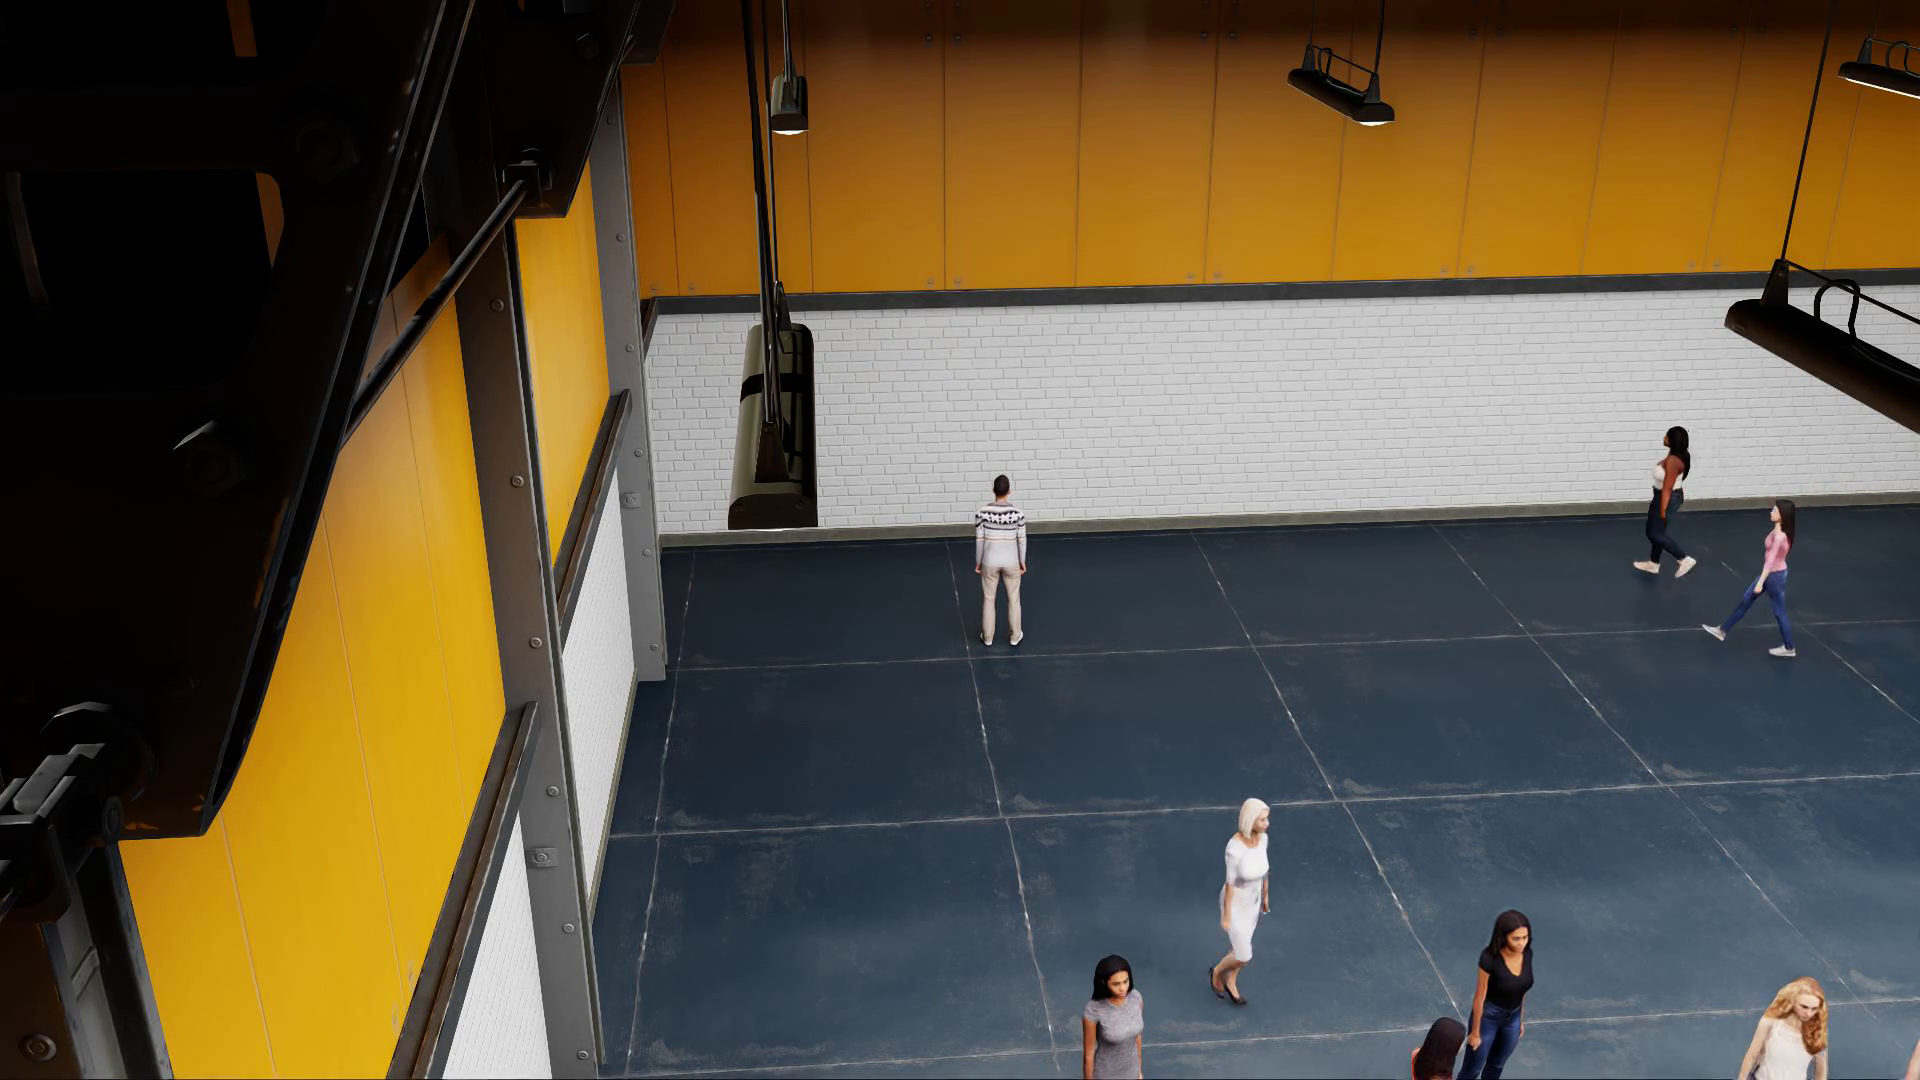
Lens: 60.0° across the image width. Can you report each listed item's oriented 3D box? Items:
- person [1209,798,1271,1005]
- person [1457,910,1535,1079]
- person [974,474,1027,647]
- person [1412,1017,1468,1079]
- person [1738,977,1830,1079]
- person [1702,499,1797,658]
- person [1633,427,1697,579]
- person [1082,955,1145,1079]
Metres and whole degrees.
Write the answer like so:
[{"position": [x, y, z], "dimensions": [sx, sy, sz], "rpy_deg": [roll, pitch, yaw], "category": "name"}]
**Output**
[{"position": [1.955, 2.590, 11.957], "dimensions": [0.713, 1.737, 0.768], "rpy_deg": [-21, 31, -40], "category": "person"}, {"position": [3.460, 3.115, 10.754], "dimensions": [0.630, 1.738, 0.619], "rpy_deg": [-9, 25, -20], "category": "person"}, {"position": [0.414, 0.217, 17.232], "dimensions": [0.705, 1.860, 0.570], "rpy_deg": [0, 24, 1], "category": "person"}, {"position": [2.665, 3.564, 9.779], "dimensions": [0.844, 1.697, 0.866], "rpy_deg": [-13, 27, -28], "category": "person"}, {"position": [4.989, 3.344, 10.225], "dimensions": [0.731, 1.743, 0.804], "rpy_deg": [5, 24, 12], "category": "person"}, {"position": [8.370, 0.428, 16.955], "dimensions": [1.029, 1.695, 1.147], "rpy_deg": [11, 26, 24], "category": "person"}, {"position": [8.045, -0.391, 18.707], "dimensions": [1.019, 1.794, 0.971], "rpy_deg": [18, 29, 35], "category": "person"}, {"position": [0.926, 3.313, 10.249], "dimensions": [0.656, 1.781, 0.649], "rpy_deg": [-13, 27, -27], "category": "person"}]
